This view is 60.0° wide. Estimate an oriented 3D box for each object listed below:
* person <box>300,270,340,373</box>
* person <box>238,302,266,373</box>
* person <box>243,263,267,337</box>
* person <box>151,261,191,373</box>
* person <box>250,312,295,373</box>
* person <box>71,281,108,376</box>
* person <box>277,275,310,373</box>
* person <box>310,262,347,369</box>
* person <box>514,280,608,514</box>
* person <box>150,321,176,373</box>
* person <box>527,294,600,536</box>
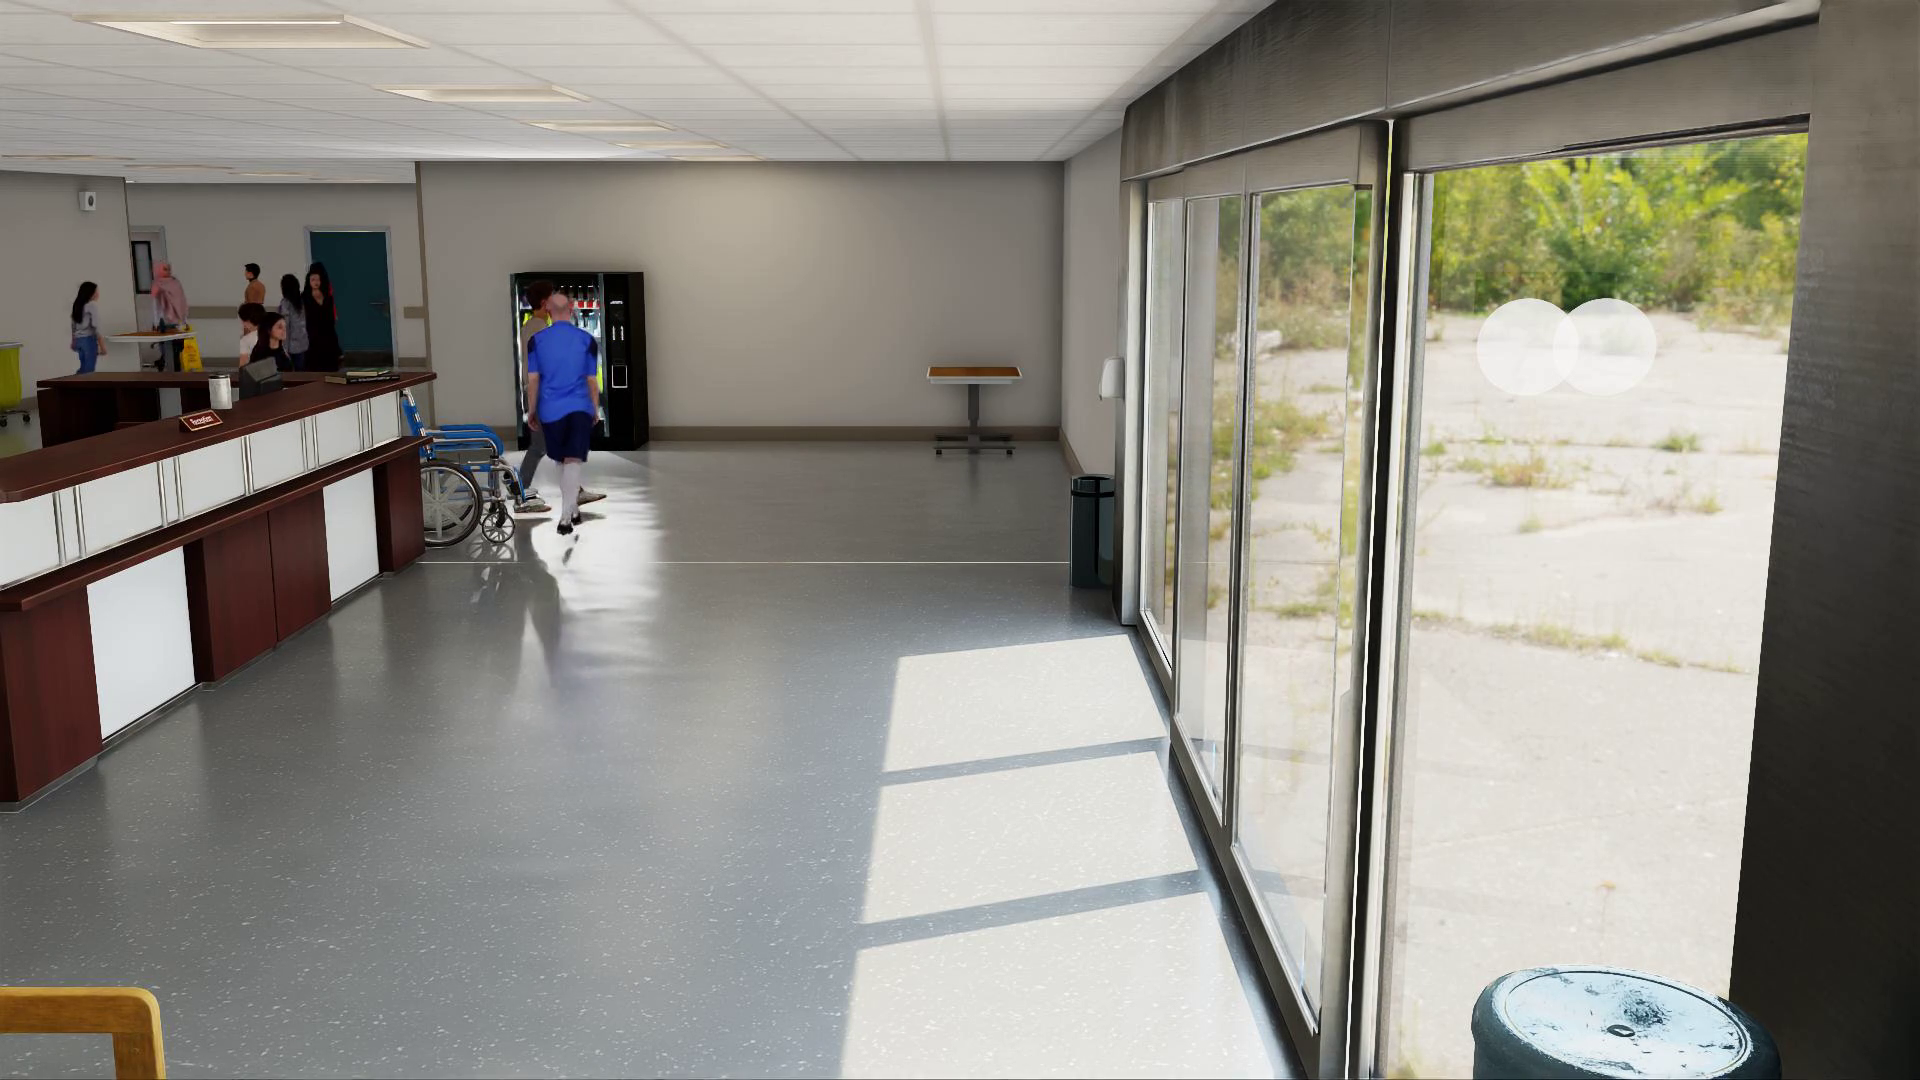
[{"bbox_3d":[-8.316,-2.574,21.429,1.132,1.719,1.162,-9,14,-39],"label":"person"},{"bbox_3d":[-6.189,-1.303,14.939,0.792,1.642,0.731,6,13,31],"label":"person"},{"bbox_3d":[-10.868,-3.414,25.721,0.639,1.726,0.660,-1,11,-6],"label":"person"},{"bbox_3d":[-11.617,-3.168,24.383,1.150,1.784,0.958,6,12,30],"label":"person"},{"bbox_3d":[-5.796,-1.068,13.798,0.940,1.605,0.662,1,11,4],"label":"person"},{"bbox_3d":[-11.242,-2.492,21.315,0.768,1.600,0.859,4,11,20],"label":"person"},{"bbox_3d":[-8.104,-2.379,20.415,0.677,1.714,0.698,2,11,12],"label":"person"},{"bbox_3d":[-10.249,-3.567,26.670,1.056,1.715,0.896,5,12,25],"label":"person"},{"bbox_3d":[-3.429,-1.125,13.398,1.099,1.866,0.885,-4,11,-20],"label":"person"},{"bbox_3d":[-11.654,-2.913,24.514,0.746,1.234,0.658,6,12,28],"label":"person"},{"bbox_3d":[-2.936,-0.888,12.370,1.101,1.783,0.759,-1,11,-4],"label":"person"}]
